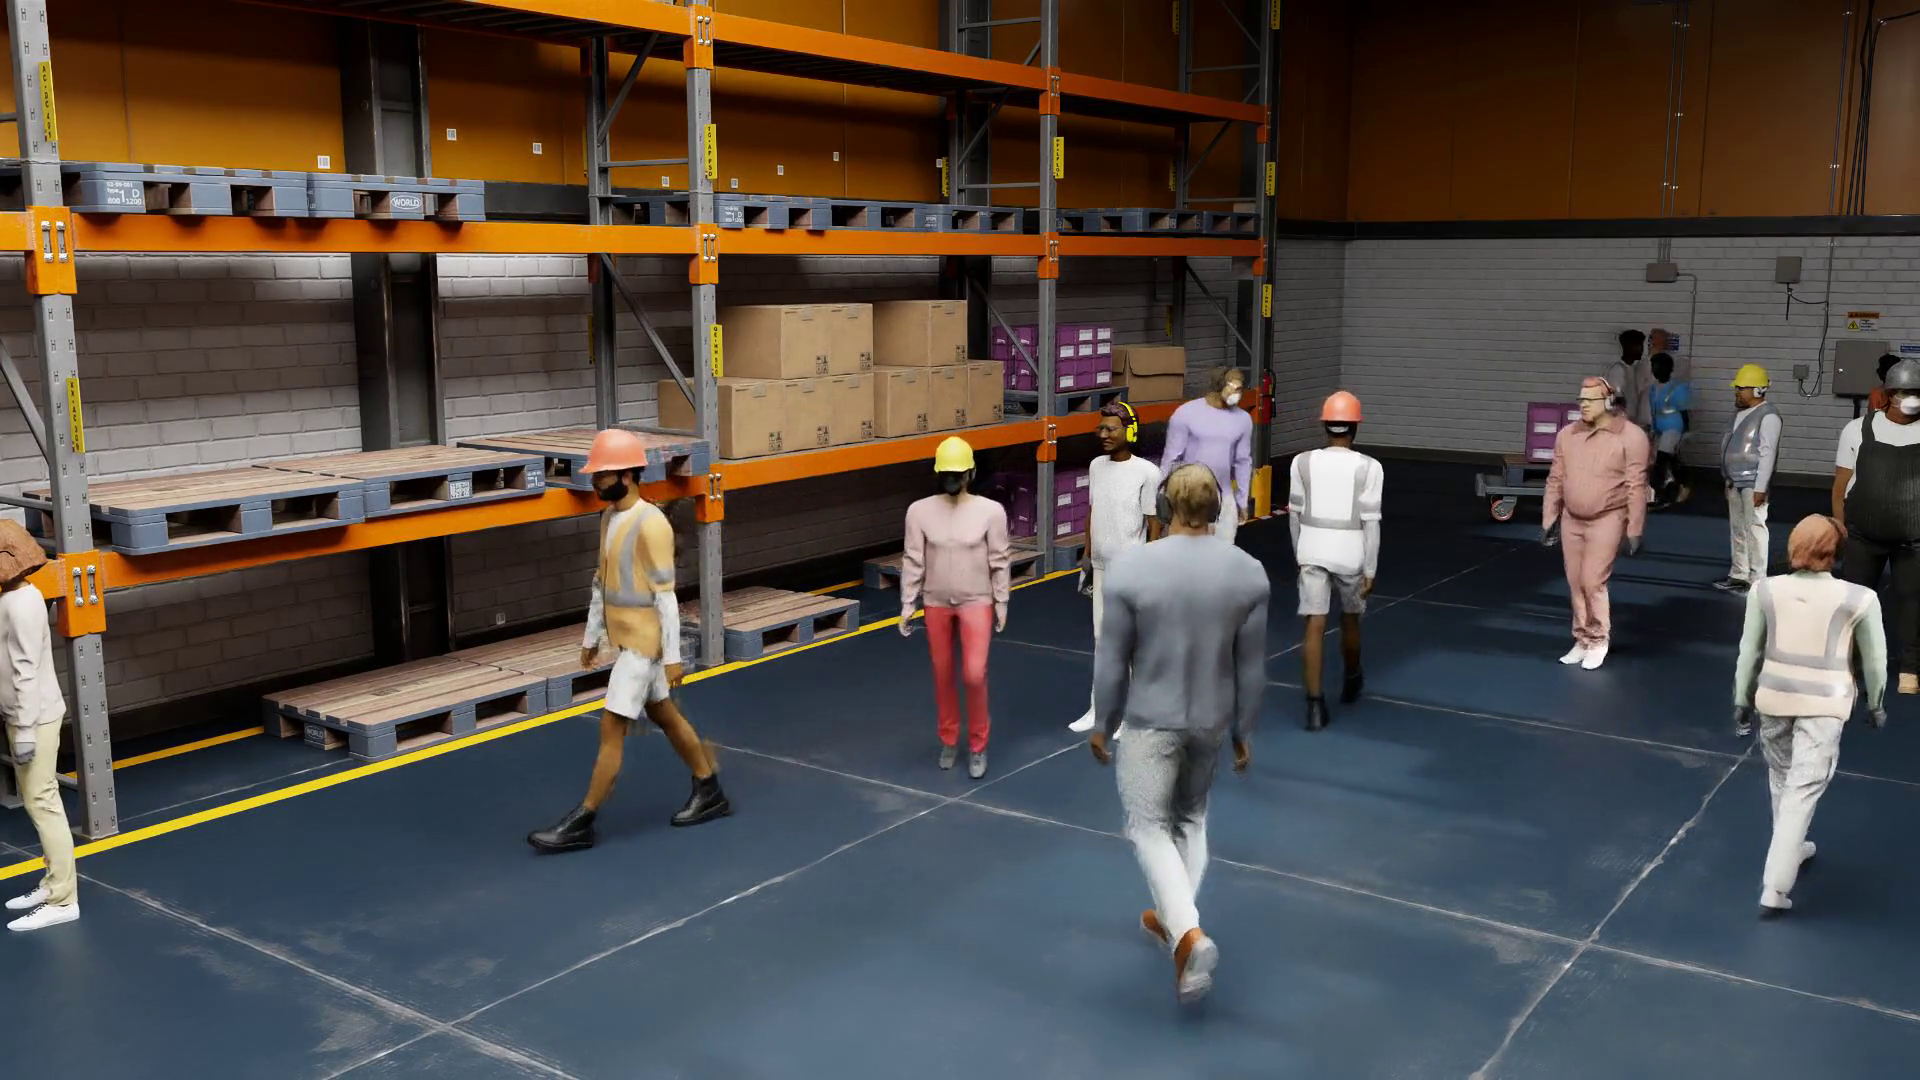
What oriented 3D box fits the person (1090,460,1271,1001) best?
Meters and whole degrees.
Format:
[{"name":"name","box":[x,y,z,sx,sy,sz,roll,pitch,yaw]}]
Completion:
[{"name":"person","box":[0.815,0.670,6.014,0.632,1.919,0.831,-3,10,-15]}]

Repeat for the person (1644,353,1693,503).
[{"name":"person","box":[7.620,-1.187,17.866,0.897,1.642,0.568,-2,10,-13]}]

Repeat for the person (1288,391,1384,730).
[{"name":"person","box":[2.158,0.092,9.571,0.542,1.881,1.004,4,10,22]}]

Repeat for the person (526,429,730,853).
[{"name":"person","box":[-1.481,0.435,7.512,0.995,1.886,0.565,-6,11,-30]}]

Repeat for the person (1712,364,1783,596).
[{"name":"person","box":[6.204,-0.473,13.118,0.404,1.825,0.587,-1,10,-4]}]

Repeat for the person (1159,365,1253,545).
[{"name":"person","box":[1.701,-0.286,11.779,0.759,1.912,0.347,-3,10,-15]}]

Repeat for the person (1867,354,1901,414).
[{"name":"person","box":[9.240,-0.999,16.611,0.536,1.697,0.322,-5,11,-26]}]

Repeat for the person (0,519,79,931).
[{"name":"person","box":[-3.705,0.721,6.586,0.283,1.625,0.494,-7,12,-36]}]

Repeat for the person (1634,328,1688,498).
[{"name":"person","box":[7.576,-1.364,18.180,0.680,1.891,0.441,-3,10,-16]}]

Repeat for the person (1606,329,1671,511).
[{"name":"person","box":[6.945,-1.247,17.465,0.994,1.918,0.611,8,12,39]}]

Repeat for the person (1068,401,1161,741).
[{"name":"person","box":[0.861,0.168,9.142,0.521,1.874,0.328,9,13,43]}]

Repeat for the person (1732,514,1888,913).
[{"name":"person","box":[3.470,0.695,6.827,0.852,1.595,0.516,-9,13,-42]}]

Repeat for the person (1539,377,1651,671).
[{"name":"person","box":[4.026,-0.098,10.684,0.528,1.887,0.666,-7,12,-34]}]

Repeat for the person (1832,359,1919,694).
[{"name":"person","box":[5.671,-0.081,10.124,0.688,2.000,0.539,6,11,31]}]

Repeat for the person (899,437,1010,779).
[{"name":"person","box":[-0.028,0.347,8.450,0.540,1.747,0.583,2,10,11]}]
